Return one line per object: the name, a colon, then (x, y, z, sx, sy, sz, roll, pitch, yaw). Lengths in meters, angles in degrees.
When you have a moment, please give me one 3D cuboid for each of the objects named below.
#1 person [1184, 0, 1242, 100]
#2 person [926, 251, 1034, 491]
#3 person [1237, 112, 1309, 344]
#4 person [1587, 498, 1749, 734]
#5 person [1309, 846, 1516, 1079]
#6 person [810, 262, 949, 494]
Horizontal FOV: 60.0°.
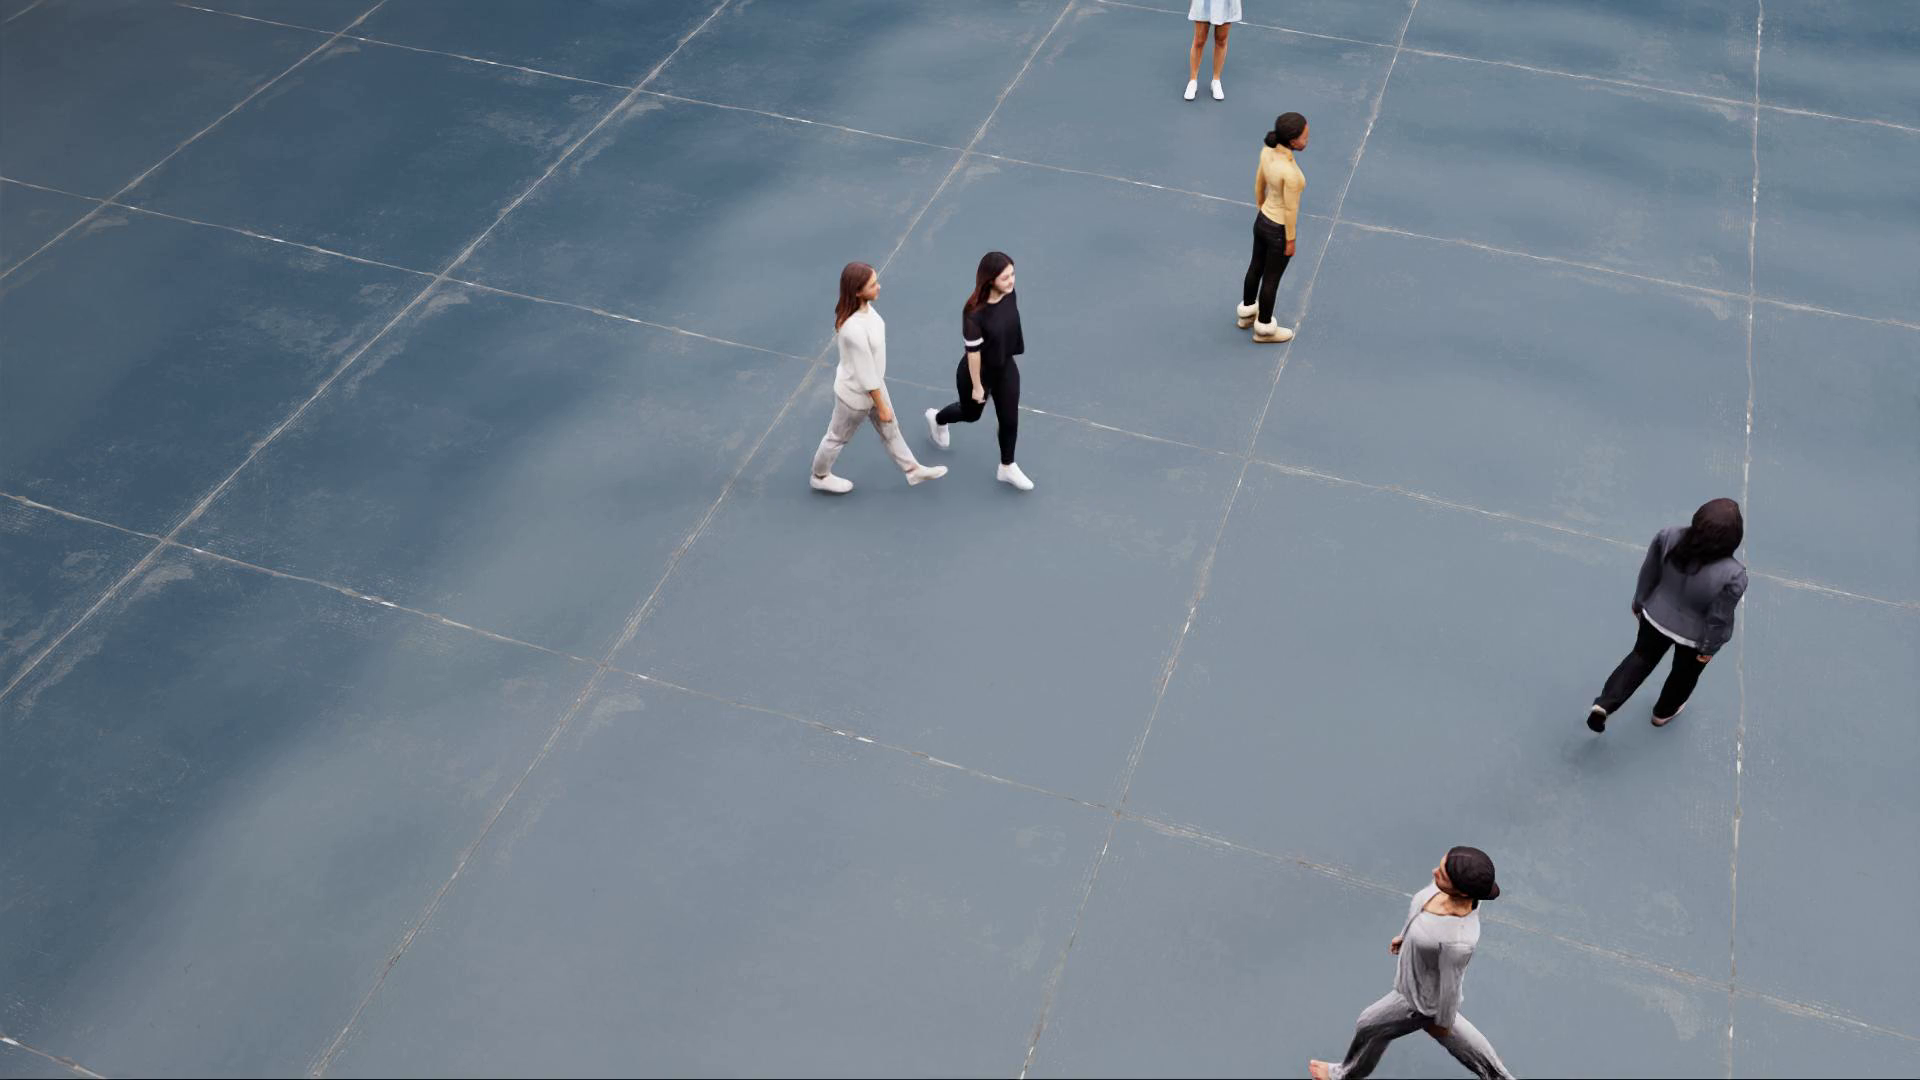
person: (2.093, -4.439, 13.557, 0.561, 1.731, 0.705, 2, 43, 2)
person: (0.104, -1.042, 10.006, 1.139, 1.613, 0.867, 31, 51, 29)
person: (2.091, -2.082, 11.087, 0.735, 1.657, 0.683, -15, 45, -16)
person: (3.619, 0.439, 8.447, 1.002, 1.576, 0.992, -27, 49, -26)
person: (2.022, 1.826, 6.842, 1.095, 1.740, 0.643, 11, 44, 11)
person: (-0.670, -0.890, 9.823, 1.150, 1.639, 0.829, 2, 43, 2)
